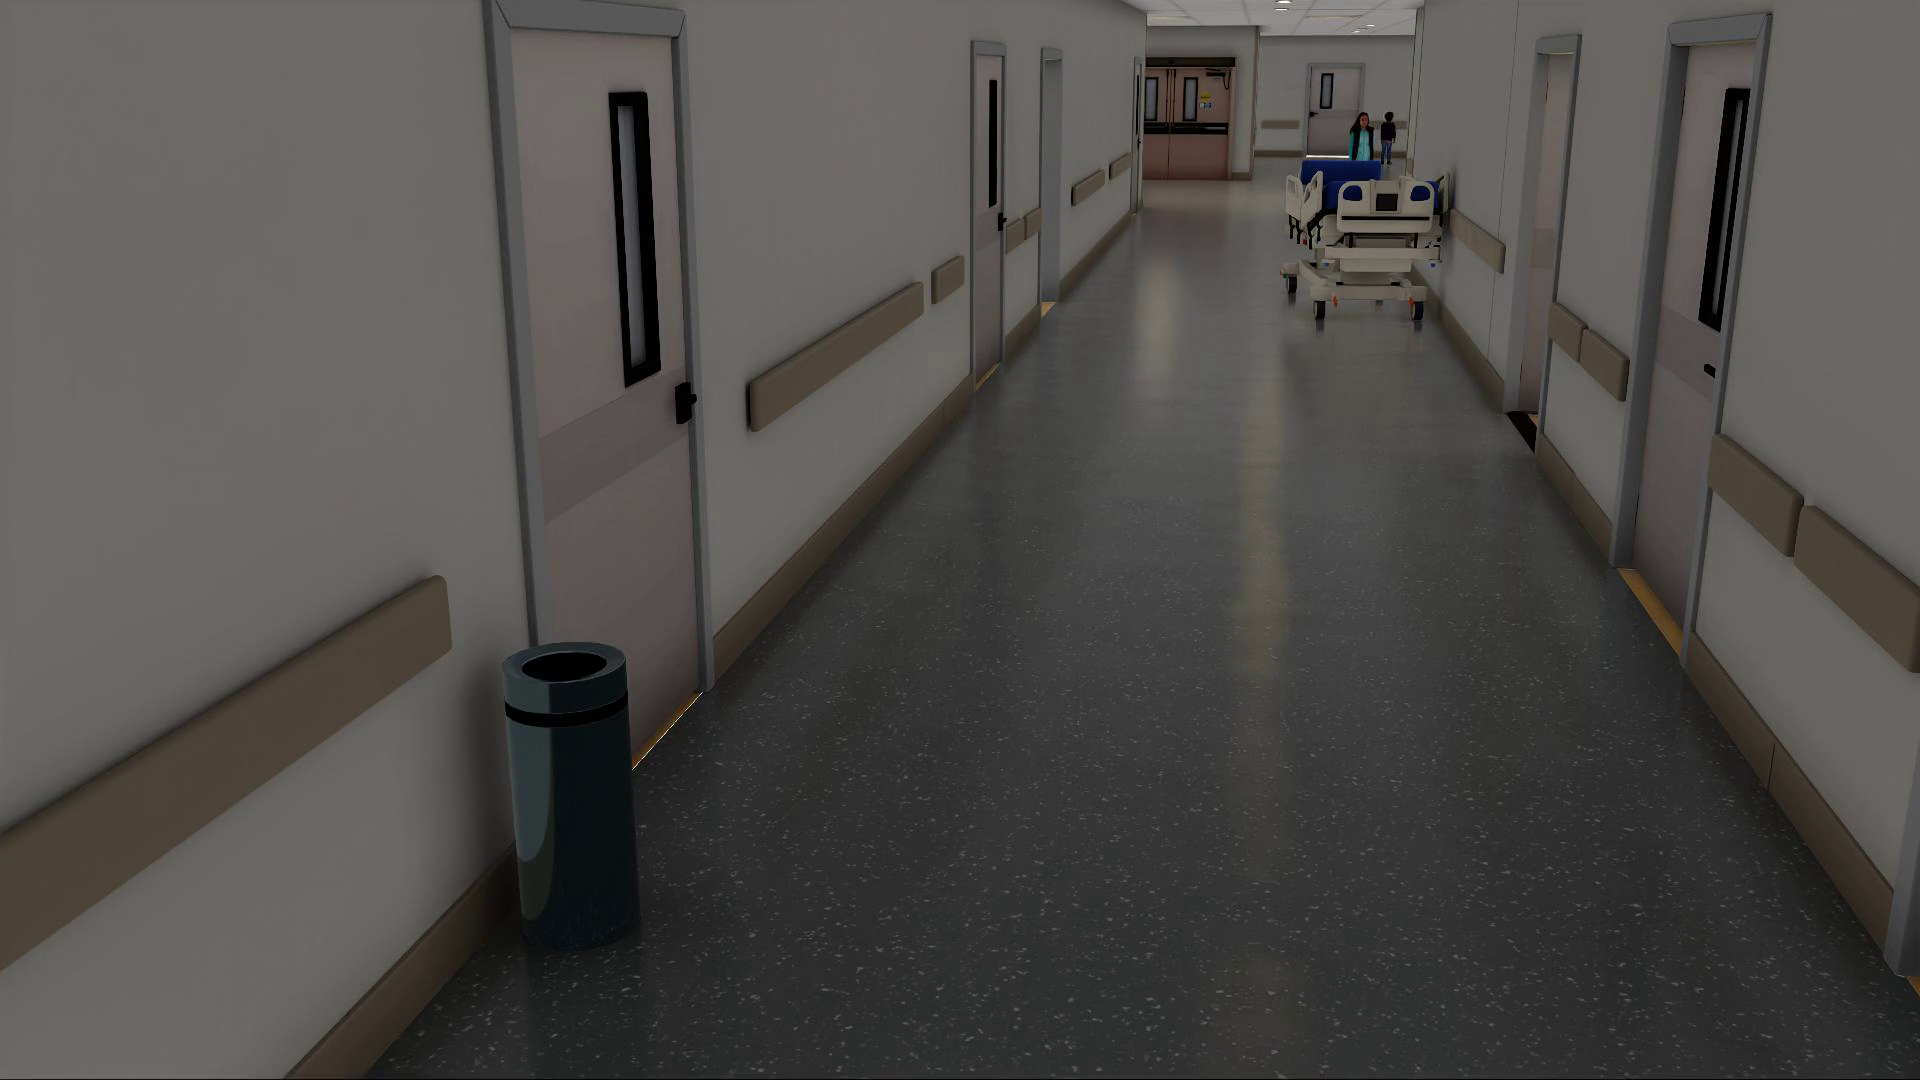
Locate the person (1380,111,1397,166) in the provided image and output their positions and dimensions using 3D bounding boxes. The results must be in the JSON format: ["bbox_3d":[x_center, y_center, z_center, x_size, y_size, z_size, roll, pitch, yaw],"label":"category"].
[{"bbox_3d":[9.980,-9.385,38.841,0.523,1.218,0.639,8,18,27],"label":"person"}]

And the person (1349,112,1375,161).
[{"bbox_3d":[6.407,-6.077,26.589,0.607,1.500,0.706,-2,16,-7],"label":"person"}]
